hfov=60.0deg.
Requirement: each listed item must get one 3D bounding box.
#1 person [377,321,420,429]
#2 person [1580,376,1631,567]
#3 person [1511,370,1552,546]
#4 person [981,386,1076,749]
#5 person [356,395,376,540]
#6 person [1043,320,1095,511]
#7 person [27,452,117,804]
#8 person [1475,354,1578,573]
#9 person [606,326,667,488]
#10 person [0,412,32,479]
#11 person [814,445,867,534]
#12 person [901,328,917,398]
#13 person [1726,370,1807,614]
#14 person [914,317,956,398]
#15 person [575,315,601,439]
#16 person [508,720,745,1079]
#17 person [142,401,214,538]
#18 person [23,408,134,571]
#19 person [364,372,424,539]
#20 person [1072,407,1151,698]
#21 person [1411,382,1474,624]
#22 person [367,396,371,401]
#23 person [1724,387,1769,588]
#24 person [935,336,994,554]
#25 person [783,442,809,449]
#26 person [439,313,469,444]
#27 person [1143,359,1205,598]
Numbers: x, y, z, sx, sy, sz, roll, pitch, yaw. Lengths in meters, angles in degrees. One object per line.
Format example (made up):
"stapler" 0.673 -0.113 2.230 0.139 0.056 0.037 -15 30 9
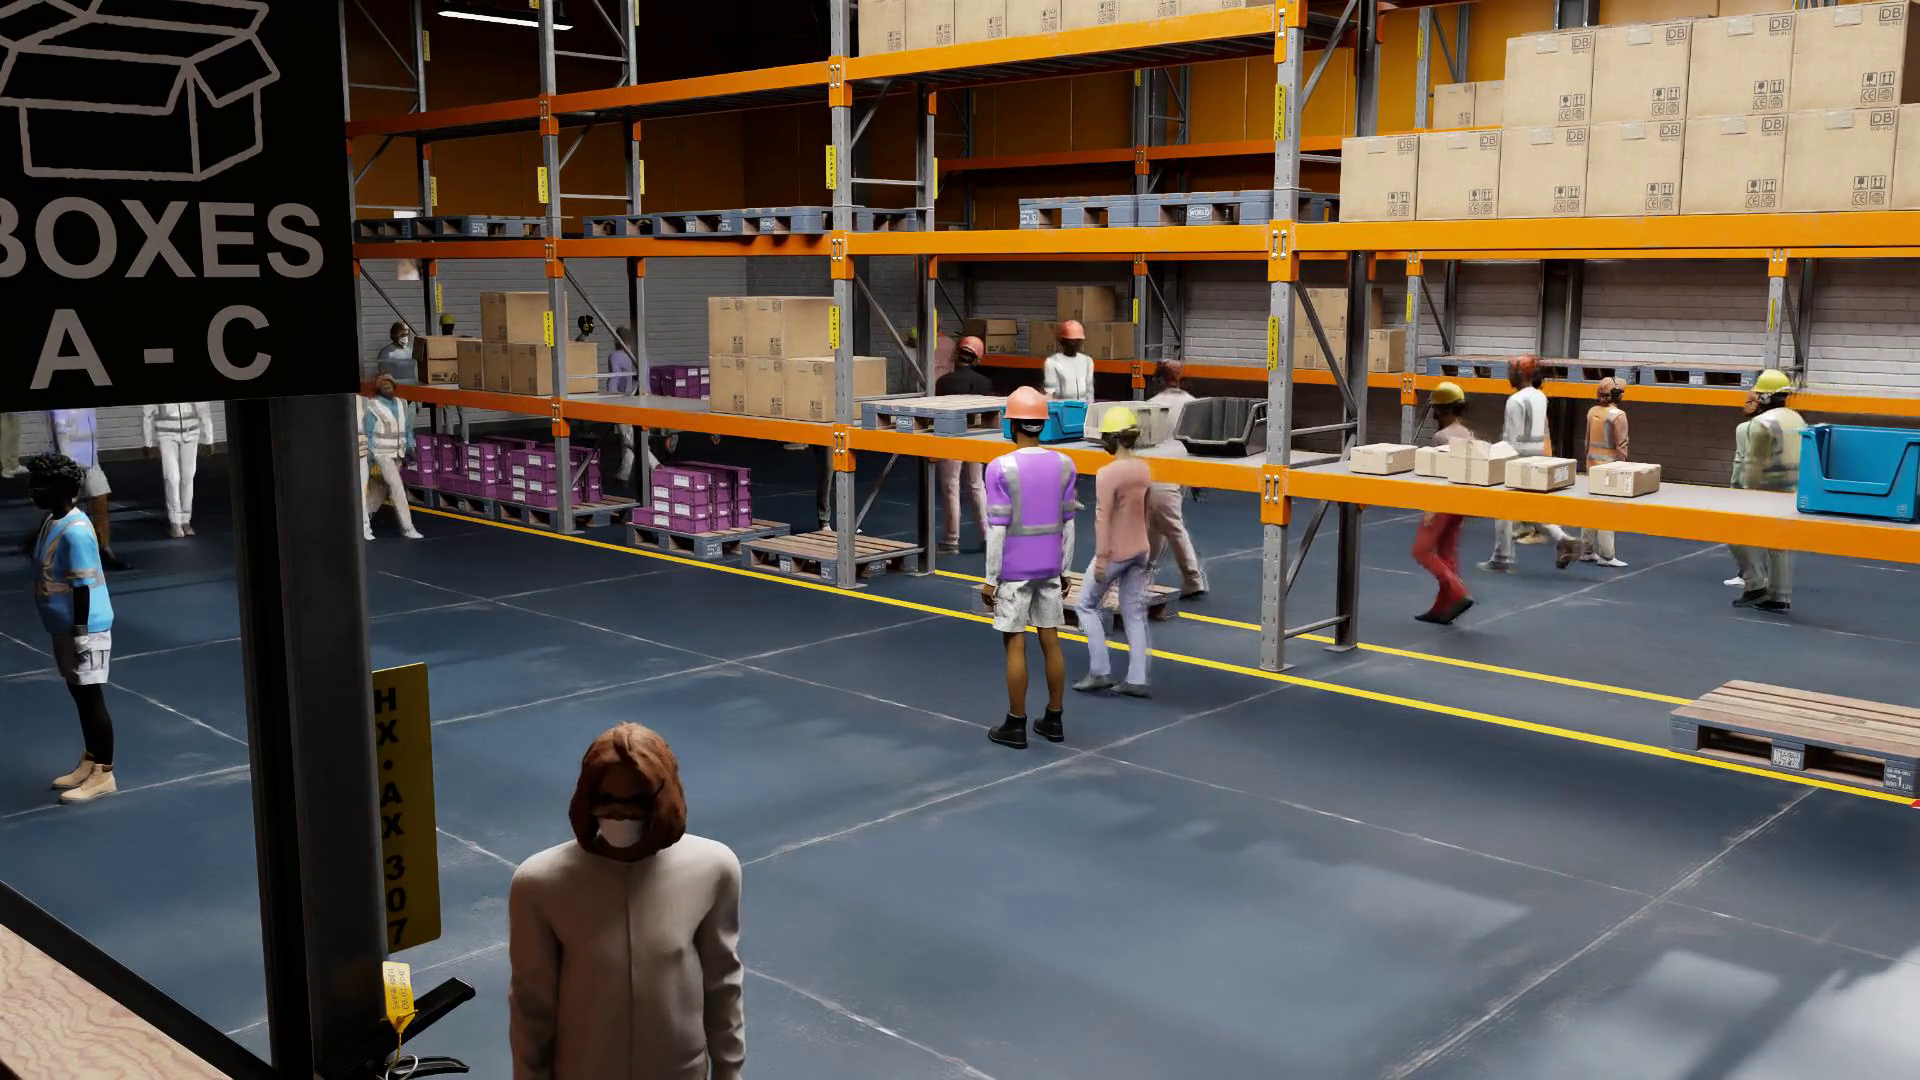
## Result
"person" -6.674 -1.635 19.859 0.379 1.937 0.629 3 10 16
"person" 5.572 -0.589 14.351 0.306 1.640 0.521 -2 10 -14
"person" 5.231 -0.757 15.291 0.418 1.663 0.547 2 9 11
"person" 0.352 0.147 8.929 0.552 1.935 0.369 -5 11 -29
"person" -5.740 -0.792 15.594 0.522 1.639 0.305 -7 12 -39
"person" 1.152 -1.322 17.681 0.606 2.028 0.501 -5 11 -30
"person" -4.275 0.416 8.034 0.321 1.694 0.534 -7 12 -37
"person" 4.731 -0.617 13.846 0.735 1.863 0.598 9 13 43
"person" -3.763 -1.532 19.389 0.856 1.901 0.685 5 10 26
"person" -11.674 -1.666 20.381 0.454 1.828 0.639 2 9 11
"person" -1.156 -0.995 15.978 0.587 1.922 0.383 -6 11 -34
"person" -0.565 -2.225 24.187 0.851 1.705 0.500 6 11 33
"person" 6.005 -0.354 12.373 0.620 1.812 0.458 -5 11 -30
"person" -0.368 -2.162 23.169 0.641 1.913 0.407 -6 11 -34
"person" -5.605 -2.446 25.033 0.328 1.872 0.513 -5 11 -29
"person" -0.697 1.177 3.541 0.497 1.633 0.279 -3 10 -20
"person" -7.408 -0.941 15.817 0.603 1.862 0.654 -8 12 -39
"person" -7.513 -0.672 14.044 0.884 1.913 0.552 1 9 9
"person" -5.509 -0.815 15.876 0.843 1.594 0.488 4 10 23
"person" 0.902 0.077 9.948 0.572 1.743 0.545 8 12 41
"person" 3.476 -0.248 11.878 0.393 1.753 0.552 8 12 39
"person" -7.617 -1.740 20.502 0.616 1.942 0.998 3 10 17
"person" 6.396 -0.422 13.344 0.499 1.633 0.284 -3 10 -16
"person" 0.040 -0.831 14.884 0.688 1.953 0.502 -8 12 -39
"person" -2.330 -2.284 23.652 0.381 1.994 0.622 2 9 10
"person" -7.326 -2.291 23.907 0.594 1.924 0.382 -9 13 -44
"person" 1.628 -0.492 13.116 0.657 1.857 1.019 -8 12 -42
